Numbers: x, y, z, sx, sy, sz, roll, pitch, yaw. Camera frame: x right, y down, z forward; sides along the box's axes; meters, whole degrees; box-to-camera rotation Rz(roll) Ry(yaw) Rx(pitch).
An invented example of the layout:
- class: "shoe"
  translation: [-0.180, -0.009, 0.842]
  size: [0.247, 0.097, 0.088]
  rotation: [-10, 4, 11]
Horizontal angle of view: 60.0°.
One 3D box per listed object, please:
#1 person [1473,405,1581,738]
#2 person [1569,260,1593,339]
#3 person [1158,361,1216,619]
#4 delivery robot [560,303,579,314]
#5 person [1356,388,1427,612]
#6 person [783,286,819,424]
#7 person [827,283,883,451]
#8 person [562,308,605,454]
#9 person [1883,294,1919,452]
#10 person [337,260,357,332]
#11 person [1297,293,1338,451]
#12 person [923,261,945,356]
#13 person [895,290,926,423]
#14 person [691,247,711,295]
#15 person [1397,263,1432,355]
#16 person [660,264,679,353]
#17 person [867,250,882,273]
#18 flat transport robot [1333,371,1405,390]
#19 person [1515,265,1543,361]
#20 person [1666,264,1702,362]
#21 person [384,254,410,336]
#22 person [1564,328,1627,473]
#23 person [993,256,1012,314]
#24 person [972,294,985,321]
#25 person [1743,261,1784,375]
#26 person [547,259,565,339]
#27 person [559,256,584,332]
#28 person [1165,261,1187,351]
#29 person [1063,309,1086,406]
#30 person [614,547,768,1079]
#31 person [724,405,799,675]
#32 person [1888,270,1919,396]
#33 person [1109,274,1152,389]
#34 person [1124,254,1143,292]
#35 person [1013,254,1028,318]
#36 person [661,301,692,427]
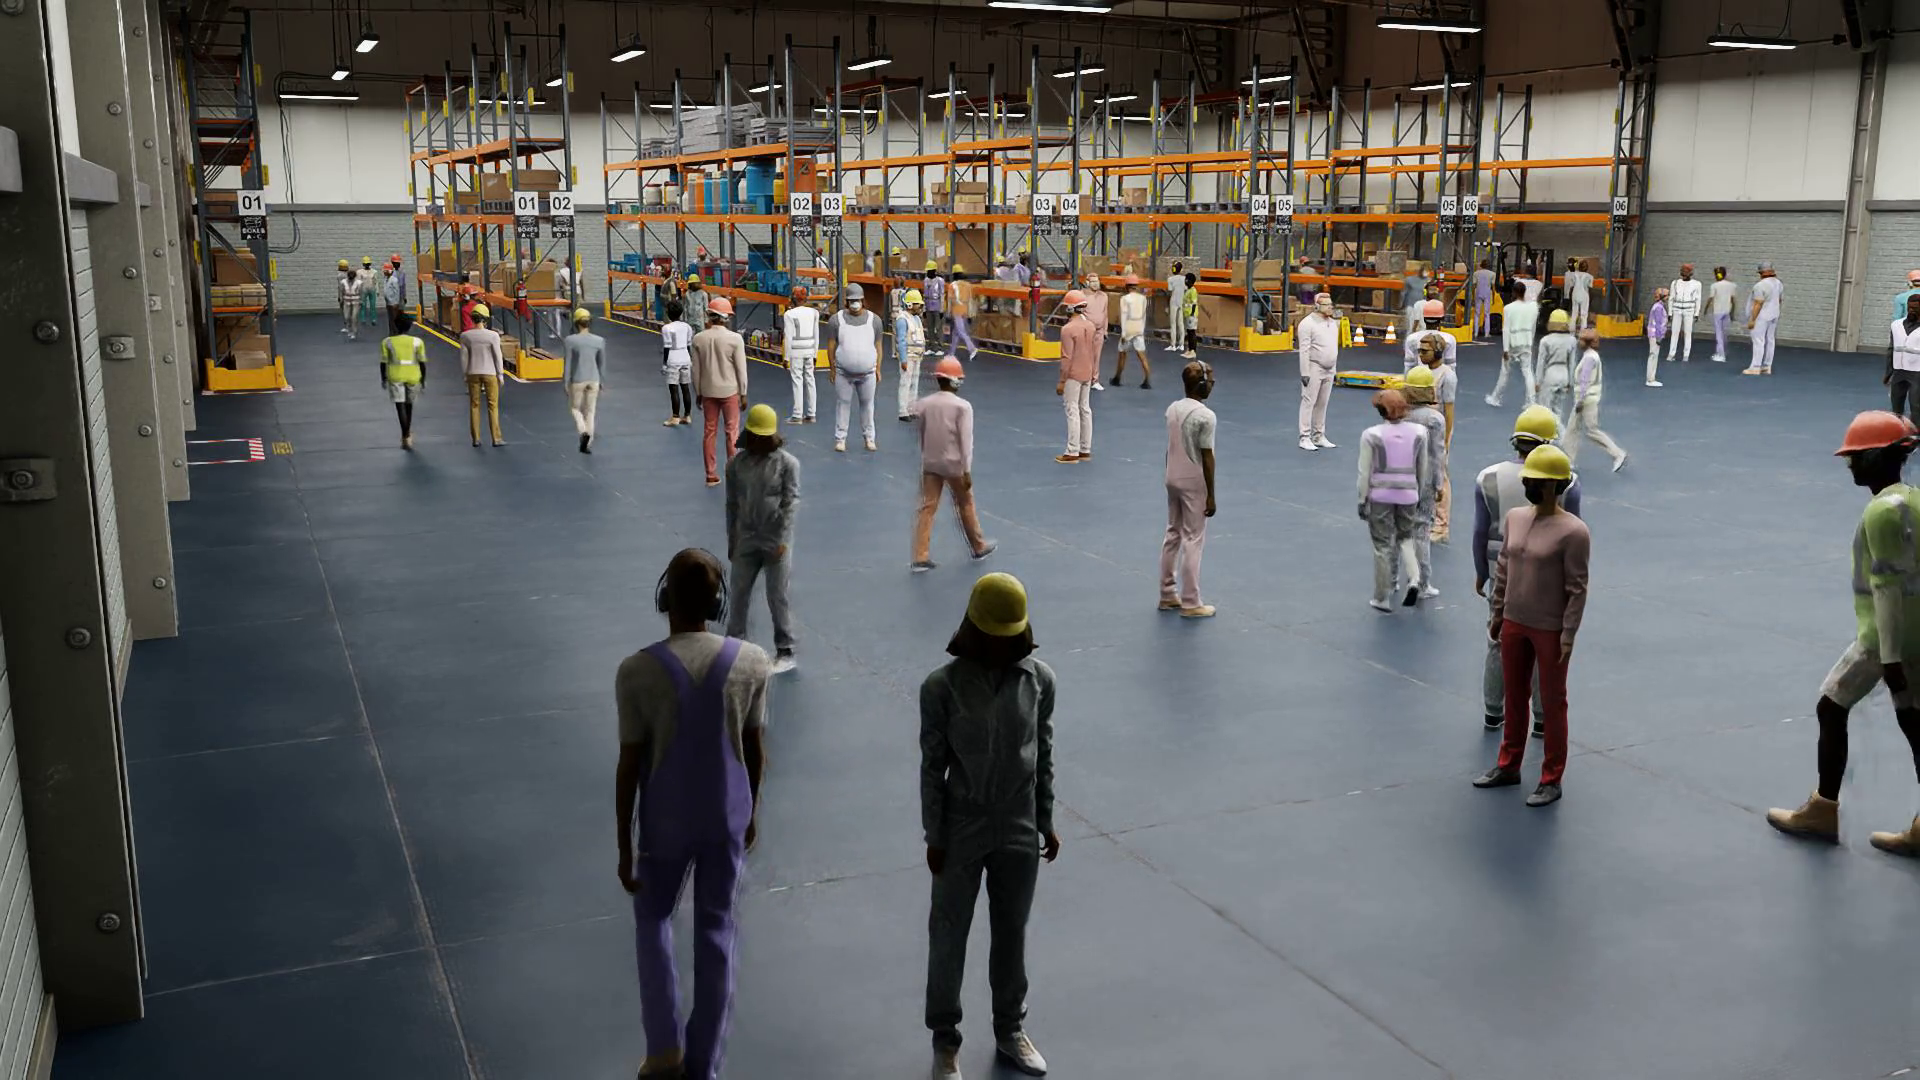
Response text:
- class: "person"
  translation: [3.128, 0.175, 9.169]
  size: [0.587, 1.835, 0.403]
  rotation: [7, 13, 33]
- class: "person"
  translation: [13.705, -5.251, 36.718]
  size: [0.516, 1.843, 0.327]
  rotation: [8, 14, 37]
- class: "person"
  translation: [1.644, -0.358, 11.887]
  size: [0.349, 1.837, 0.502]
  rotation: [-7, 13, -31]
- class: "delivery robot"
  translation: [-10.727, -6.385, 45.529]
  size: [0.477, 0.478, 0.707]
  rotation: [2, 11, 12]
- class: "person"
  translation: [3.112, -0.272, 11.964]
  size: [0.533, 1.617, 0.437]
  rotation: [-1, 11, -5]
- class: "person"
  translation: [-2.179, -2.524, 22.762]
  size: [0.576, 1.883, 0.354]
  rotation: [-11, 15, -43]
- class: "person"
  translation: [-1.257, -2.090, 20.155]
  size: [0.682, 2.000, 0.537]
  rotation: [-2, 11, -10]
- class: "person"
  translation: [-4.485, -1.891, 19.896]
  size: [0.554, 1.736, 0.501]
  rotation: [-7, 13, -32]
- class: "person"
  translation: [11.521, -2.025, 20.160]
  size: [0.397, 1.911, 0.587]
  rotation: [-6, 13, -30]
- class: "person"
  translation: [-14.971, -5.953, 40.544]
  size: [0.322, 1.742, 0.493]
  rotation: [5, 12, 25]
- class: "person"
  translation: [4.404, -2.057, 20.326]
  size: [0.639, 1.910, 0.407]
  rotation: [-9, 14, -39]
- class: "person"
  translation: [-0.548, -4.693, 33.706]
  size: [0.585, 1.918, 0.410]
  rotation: [11, 15, 43]
- class: "person"
  translation: [-0.673, -2.523, 22.921]
  size: [0.403, 1.824, 0.591]
  rotation: [4, 12, 21]
- class: "person"
  translation: [-6.773, -6.735, 43.925]
  size: [0.622, 1.976, 1.059]
  rotation: [-3, 12, -16]
- class: "person"
  translation: [9.166, -4.611, 33.385]
  size: [0.701, 1.873, 0.963]
  rotation: [1, 11, 6]
- class: "person"
  translation: [-5.938, -4.718, 34.001]
  size: [0.380, 1.845, 0.570]
  rotation: [-6, 12, -26]
- class: "person"
  translation: [-2.272, -7.016, 45.650]
  size: [0.592, 1.869, 0.972]
  rotation: [-9, 14, -39]
- class: "flat transport robot"
  translation: [6.789, -2.659, 27.555]
  size: [0.652, 0.197, 1.431]
  rotation: [-10, 15, -41]
- class: "person"
  translation: [11.023, -4.414, 32.394]
  size: [0.679, 1.873, 0.458]
  rotation: [-2, 11, -11]
- class: "person"
  translation: [14.069, -4.406, 32.325]
  size: [0.574, 1.882, 0.358]
  rotation: [8, 14, 35]
- class: "person"
  translation: [-13.071, -5.670, 38.649]
  size: [0.400, 1.928, 0.543]
  rotation: [7, 13, 30]
- class: "person"
  translation: [7.027, -1.544, 18.466]
  size: [0.731, 1.613, 0.520]
  rotation: [3, 12, 15]
- class: "person"
  translation: [0.994, -6.222, 41.753]
  size: [0.585, 1.802, 0.554]
  rotation: [-11, 15, -43]
- class: "person"
  translation: [0.460, -6.681, 44.557]
  size: [0.515, 1.616, 0.419]
  rotation: [-5, 12, -22]
- class: "person"
  translation: [14.348, -3.988, 29.798]
  size: [0.673, 2.000, 0.535]
  rotation: [-6, 13, -29]
- class: "person"
  translation: [-9.306, -5.515, 38.092]
  size: [0.518, 1.841, 0.842]
  rotation: [-4, 12, -20]
- class: "person"
  translation: [-9.515, -5.993, 40.548]
  size: [0.585, 1.813, 0.763]
  rotation: [-8, 13, -34]
- class: "person"
  translation: [4.530, -4.906, 34.884]
  size: [0.532, 1.876, 0.321]
  rotation: [-6, 13, -29]
- class: "person"
  translation: [1.737, -2.779, 24.673]
  size: [0.314, 1.641, 0.515]
  rotation: [-3, 11, -14]
- class: "person"
  translation: [-0.862, 0.930, 5.383]
  size: [0.520, 1.816, 0.453]
  rotation: [-4, 12, -21]
- class: "person"
  translation: [-1.250, 0.008, 10.322]
  size: [0.534, 1.710, 0.389]
  rotation: [3, 11, 13]
- class: "person"
  translation: [14.892, -3.221, 26.017]
  size: [0.611, 1.995, 0.377]
  rotation: [2, 11, 9]
- class: "person"
  translation: [2.863, -3.442, 27.439]
  size: [0.568, 1.889, 1.006]
  rotation: [-7, 13, -31]
- class: "person"
  translation: [4.917, -7.236, 47.113]
  size: [0.573, 1.730, 0.616]
  rotation: [0, 11, -2]
- class: "person"
  translation: [1.604, -6.332, 42.235]
  size: [0.430, 1.838, 0.619]
  rotation: [8, 14, 35]
- class: "person"
  translation: [-3.844, -2.387, 22.537]
  size: [0.318, 1.697, 0.535]
  rotation: [7, 13, 31]
